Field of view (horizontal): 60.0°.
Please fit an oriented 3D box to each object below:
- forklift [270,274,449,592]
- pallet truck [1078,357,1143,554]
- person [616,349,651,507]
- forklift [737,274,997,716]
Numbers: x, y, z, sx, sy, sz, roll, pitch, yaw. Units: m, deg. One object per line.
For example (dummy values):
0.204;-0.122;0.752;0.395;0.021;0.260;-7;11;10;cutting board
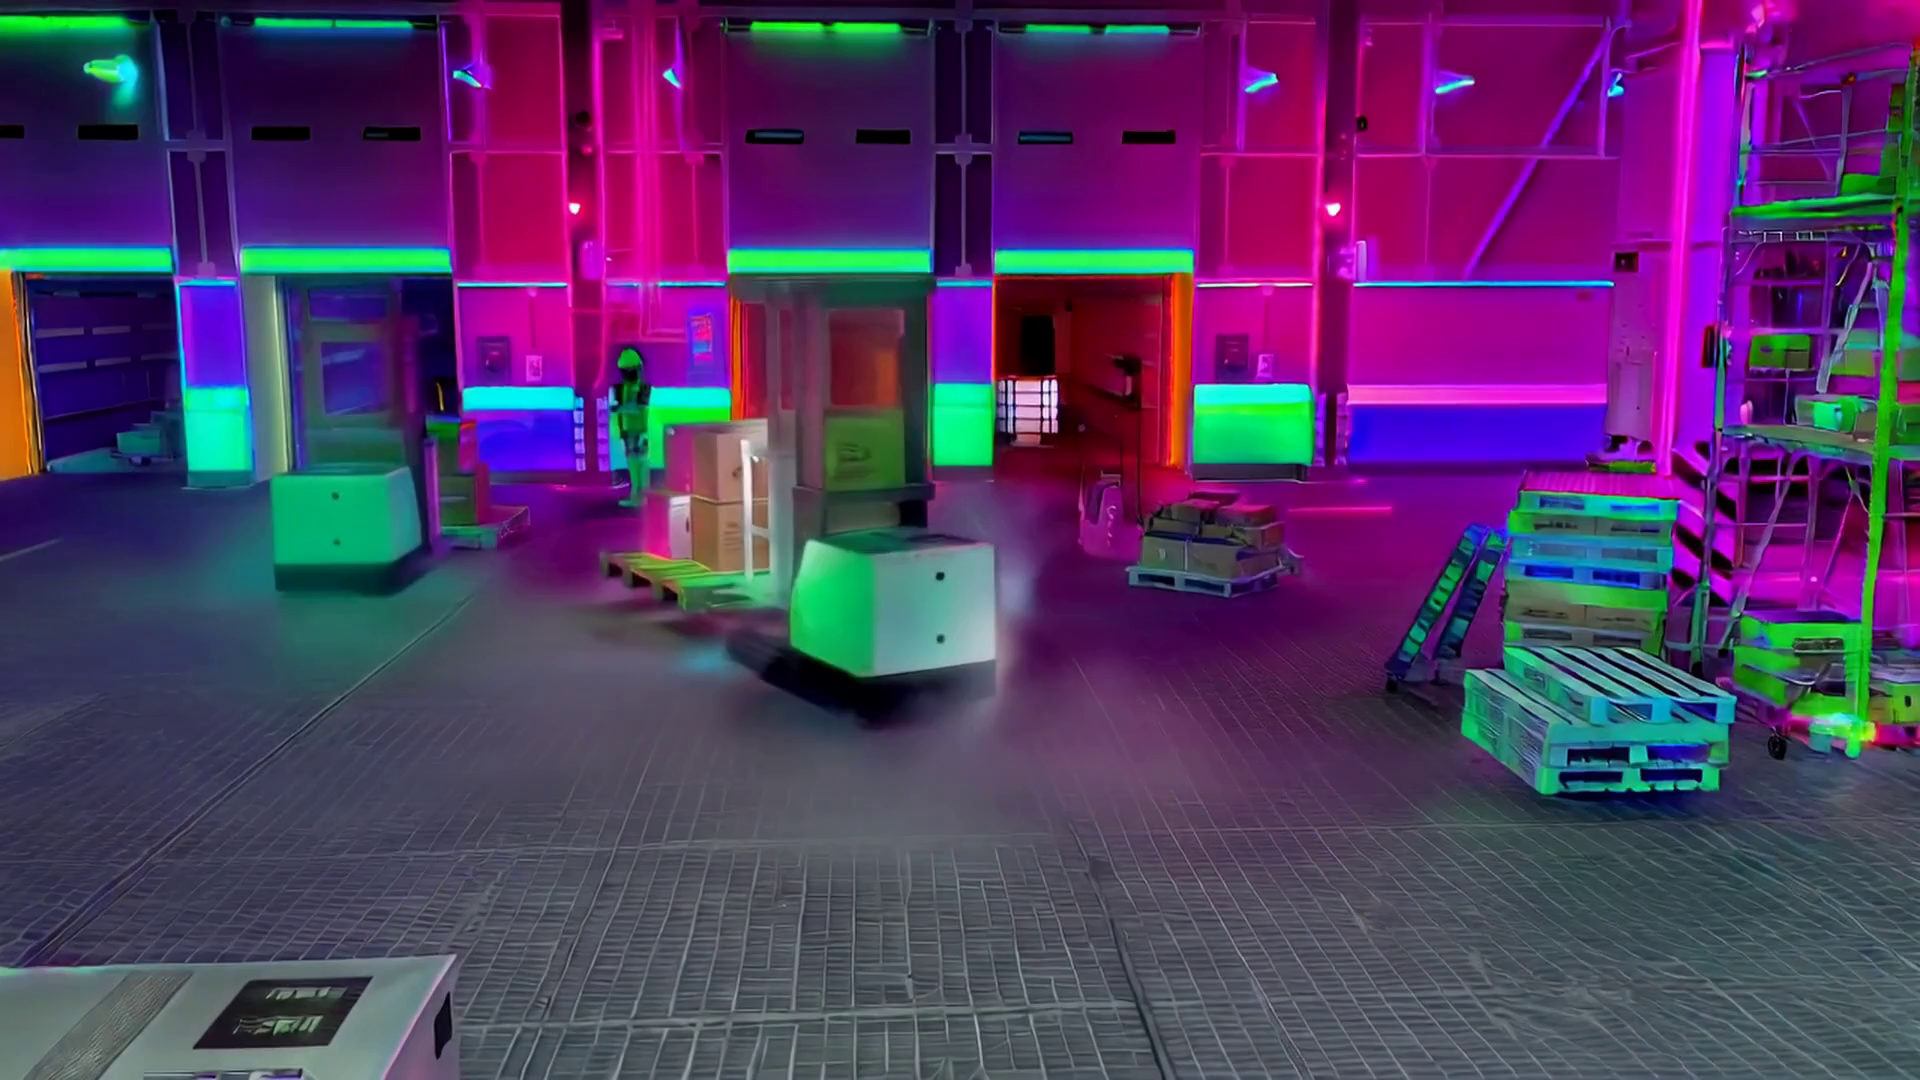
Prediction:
-5.523;-1.029;15.205;1.129;2.768;1.873;-1;9;-4;forklift
2.088;-0.836;16.757;1.885;1.965;0.823;2;9;13;pallet truck
-4.002;-1.371;20.338;0.389;1.930;0.544;-8;12;-41;person
-0.643;-0.392;11.209;1.129;2.768;1.873;-5;10;-30;forklift
